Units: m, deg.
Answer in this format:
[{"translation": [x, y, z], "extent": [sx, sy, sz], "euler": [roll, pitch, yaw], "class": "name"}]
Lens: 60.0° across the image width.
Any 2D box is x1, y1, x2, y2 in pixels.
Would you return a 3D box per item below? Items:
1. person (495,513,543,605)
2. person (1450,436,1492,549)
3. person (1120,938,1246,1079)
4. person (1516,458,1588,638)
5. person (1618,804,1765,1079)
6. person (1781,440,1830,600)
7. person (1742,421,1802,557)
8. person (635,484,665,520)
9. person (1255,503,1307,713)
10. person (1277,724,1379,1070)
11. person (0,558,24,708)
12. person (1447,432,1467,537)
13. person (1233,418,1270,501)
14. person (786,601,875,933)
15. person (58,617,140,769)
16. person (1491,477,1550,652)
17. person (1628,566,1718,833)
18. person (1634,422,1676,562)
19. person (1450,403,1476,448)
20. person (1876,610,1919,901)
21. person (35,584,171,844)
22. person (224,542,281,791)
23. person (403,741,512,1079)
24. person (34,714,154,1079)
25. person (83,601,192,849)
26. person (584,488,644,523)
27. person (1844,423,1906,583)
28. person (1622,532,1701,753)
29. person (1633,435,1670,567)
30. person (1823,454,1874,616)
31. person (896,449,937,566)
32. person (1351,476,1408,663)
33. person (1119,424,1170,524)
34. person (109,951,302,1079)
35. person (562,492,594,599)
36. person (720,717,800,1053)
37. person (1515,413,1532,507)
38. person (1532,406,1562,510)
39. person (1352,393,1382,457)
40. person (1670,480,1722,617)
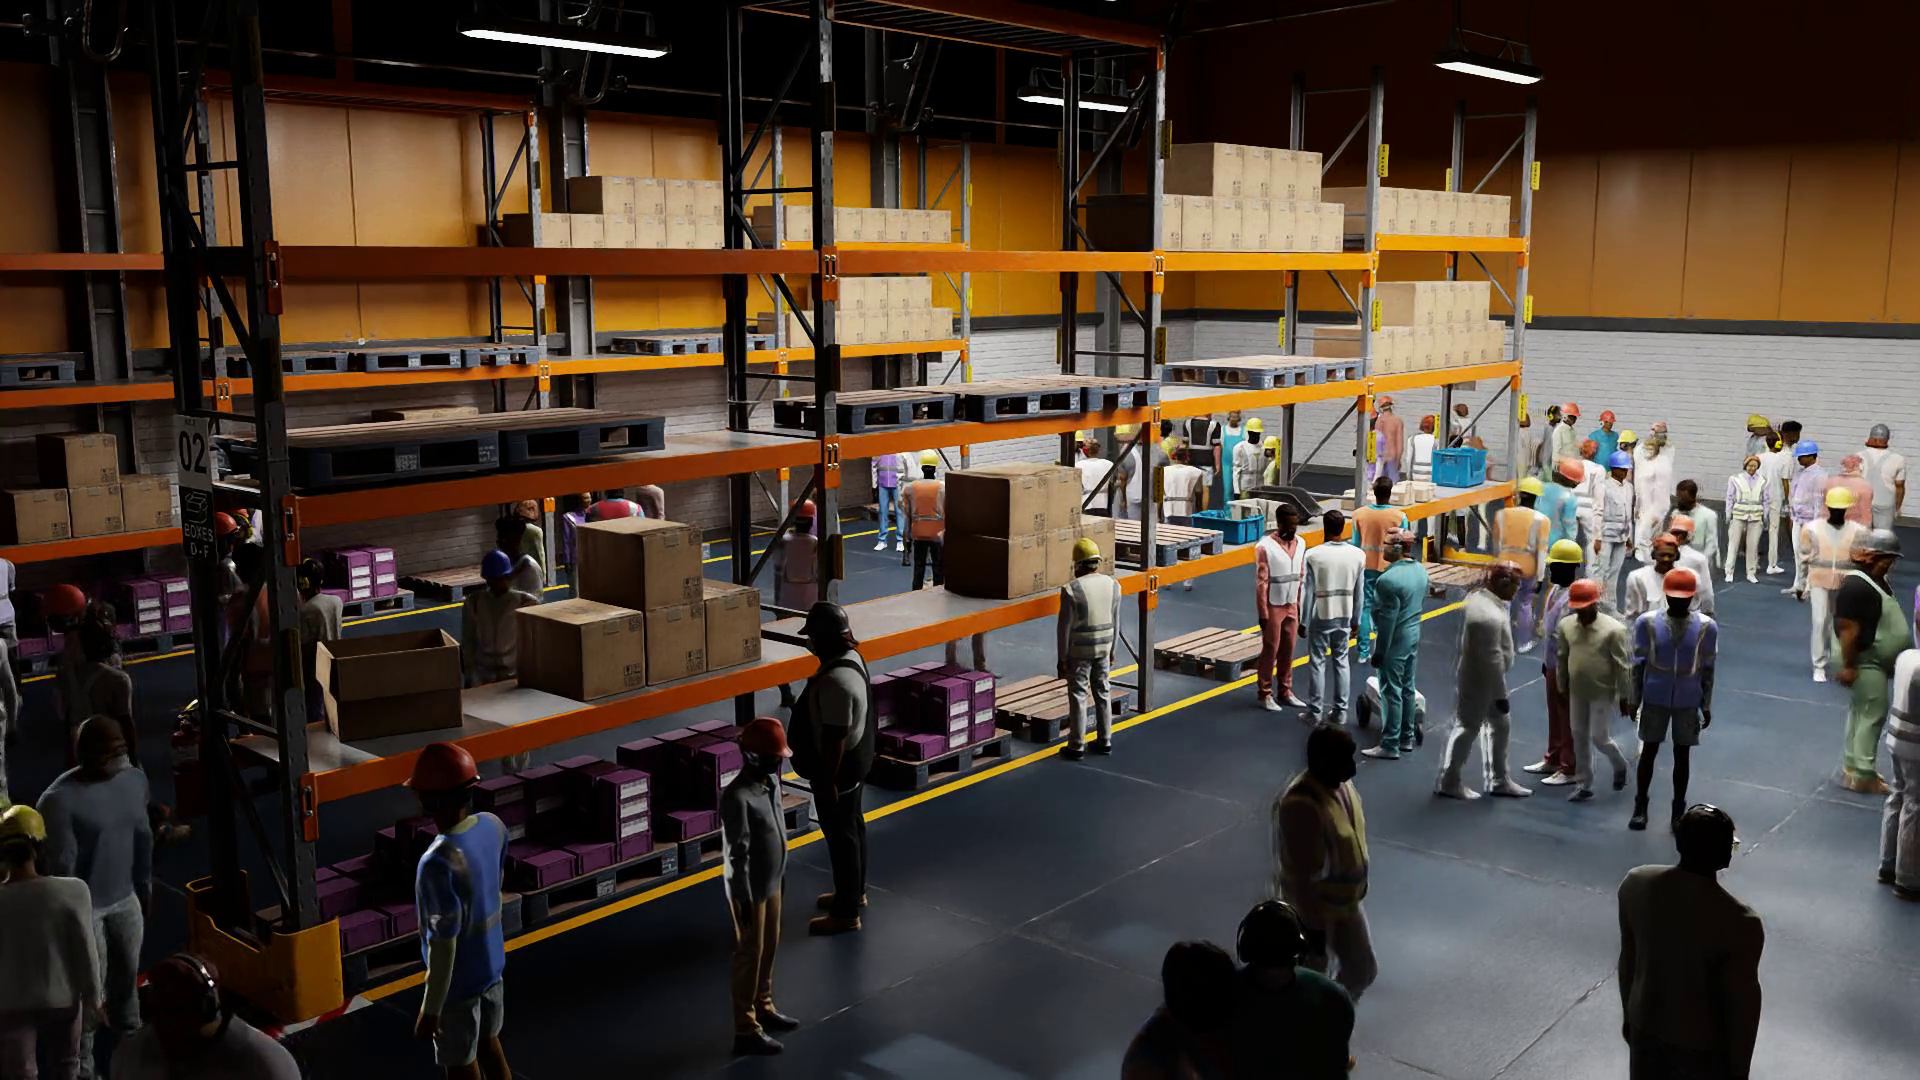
[{"translation": [-3.738, 0.747, 14.043], "extent": [0.367, 1.967, 0.602], "euler": [-8, 13, -41], "class": "person"}, {"translation": [7.326, -0.682, 23.701], "extent": [0.503, 1.597, 0.805], "euler": [-1, 10, -5], "class": "person"}, {"translation": [0.780, 2.223, 5.616], "extent": [0.429, 1.843, 0.625], "euler": [6, 11, 31], "class": "person"}, {"translation": [6.401, 0.075, 18.031], "extent": [0.417, 1.996, 0.791], "euler": [-3, 10, -17], "class": "person"}, {"translation": [2.910, 1.999, 6.701], "extent": [0.367, 1.932, 0.623], "euler": [-6, 11, -32], "class": "person"}, {"translation": [10.224, -0.248, 20.107], "extent": [0.417, 1.933, 0.614], "euler": [-1, 10, -3], "class": "person"}, {"translation": [11.266, -0.682, 22.747], "extent": [1.000, 1.916, 0.627], "euler": [1, 10, 8], "class": "person"}, {"translation": [-3.644, -0.098, 19.715], "extent": [0.527, 1.758, 0.344], "euler": [9, 13, 42], "class": "person"}, {"translation": [2.896, 0.606, 15.080], "extent": [0.596, 1.907, 0.411], "euler": [-7, 12, -37], "class": "person"}, {"translation": [1.805, 1.797, 8.189], "extent": [0.470, 1.824, 0.638], "euler": [8, 12, 39], "class": "person"}, {"translation": [-8.718, 0.727, 14.970], "extent": [0.316, 1.695, 0.541], "euler": [2, 10, 10], "class": "person"}, {"translation": [7.232, -0.795, 24.346], "extent": [0.546, 1.594, 0.520], "euler": [1, 10, 4], "class": "person"}, {"translation": [4.057, -0.747, 23.126], "extent": [0.584, 1.918, 0.401], "euler": [-5, 11, -27], "class": "person"}, {"translation": [-0.794, 1.356, 10.191], "extent": [0.536, 2.000, 0.683], "euler": [0, 10, 3], "class": "person"}, {"translation": [-5.426, 1.400, 10.539], "extent": [0.503, 1.839, 0.342], "euler": [2, 10, 14], "class": "person"}, {"translation": [5.702, 0.296, 17.045], "extent": [0.593, 1.883, 0.895], "euler": [6, 11, 32], "class": "person"}, {"translation": [5.057, 1.135, 11.822], "extent": [0.551, 1.932, 0.378], "euler": [4, 10, 20], "class": "person"}, {"translation": [9.454, -0.655, 22.595], "extent": [0.642, 1.909, 0.408], "euler": [-3, 10, -20], "class": "person"}, {"translation": [8.681, -1.548, 28.754], "extent": [0.530, 1.631, 0.361], "euler": [-3, 10, -20], "class": "person"}, {"translation": [6.141, 1.358, 10.654], "extent": [0.350, 1.882, 0.578], "euler": [1, 10, 9], "class": "person"}, {"translation": [-5.737, 1.240, 11.084], "extent": [0.667, 1.969, 0.639], "euler": [-4, 10, -21], "class": "person"}, {"translation": [-5.323, 0.978, 12.791], "extent": [0.372, 1.946, 0.703], "euler": [5, 11, 28], "class": "person"}, {"translation": [-2.164, 1.861, 7.162], "extent": [0.381, 2.045, 0.605], "euler": [2, 10, 10], "class": "person"}, {"translation": [-4.145, 1.777, 8.046], "extent": [0.443, 1.931, 0.687], "euler": [3, 10, 19], "class": "person"}, {"translation": [-5.762, 1.294, 11.287], "extent": [0.522, 1.798, 0.872], "euler": [5, 11, 27], "class": "person"}, {"translation": [-3.599, 0.242, 17.446], "extent": [0.625, 1.840, 0.430], "euler": [-1, 10, -7], "class": "person"}, {"translation": [11.583, -0.470, 21.091], "extent": [0.688, 2.000, 0.536], "euler": [6, 11, 32], "class": "person"}, {"translation": [5.786, 0.847, 13.741], "extent": [0.627, 1.865, 0.480], "euler": [3, 10, 15], "class": "person"}, {"translation": [8.668, -0.362, 20.834], "extent": [0.483, 1.910, 0.664], "euler": [0, 10, 0], "class": "person"}, {"translation": [10.281, -0.055, 19.136], "extent": [0.852, 1.867, 0.657], "euler": [-4, 10, -24], "class": "person"}, {"translation": [-0.577, -0.600, 22.210], "extent": [0.546, 1.928, 0.387], "euler": [-1, 10, -7], "class": "person"}, {"translation": [4.234, 0.311, 16.783], "extent": [0.597, 1.921, 0.383], "euler": [7, 12, 35], "class": "person"}, {"translation": [2.420, -0.545, 21.540], "extent": [0.674, 2.000, 0.535], "euler": [4, 10, 22], "class": "person"}, {"translation": [-2.465, 2.237, 5.388], "extent": [0.650, 1.891, 0.439], "euler": [3, 10, 16], "class": "person"}, {"translation": [-4.077, 0.241, 18.060], "extent": [0.528, 1.636, 0.311], "euler": [-9, 13, -42], "class": "person"}, {"translation": [-1.028, 1.767, 8.640], "extent": [0.347, 1.739, 0.565], "euler": [3, 10, 17], "class": "person"}, {"translation": [9.131, -1.271, 27.076], "extent": [0.282, 1.636, 0.500], "euler": [-3, 10, -18], "class": "person"}, {"translation": [9.247, -1.163, 25.838], "extent": [0.539, 1.832, 0.866], "euler": [-9, 13, -44], "class": "person"}, {"translation": [6.882, -1.579, 28.049], "extent": [0.370, 1.925, 0.594], "euler": [-9, 13, -43], "class": "person"}, {"translation": [7.487, 0.302, 17.066], "extent": [0.924, 1.846, 0.602], "euler": [-2, 10, -12], "class": "person"}]
